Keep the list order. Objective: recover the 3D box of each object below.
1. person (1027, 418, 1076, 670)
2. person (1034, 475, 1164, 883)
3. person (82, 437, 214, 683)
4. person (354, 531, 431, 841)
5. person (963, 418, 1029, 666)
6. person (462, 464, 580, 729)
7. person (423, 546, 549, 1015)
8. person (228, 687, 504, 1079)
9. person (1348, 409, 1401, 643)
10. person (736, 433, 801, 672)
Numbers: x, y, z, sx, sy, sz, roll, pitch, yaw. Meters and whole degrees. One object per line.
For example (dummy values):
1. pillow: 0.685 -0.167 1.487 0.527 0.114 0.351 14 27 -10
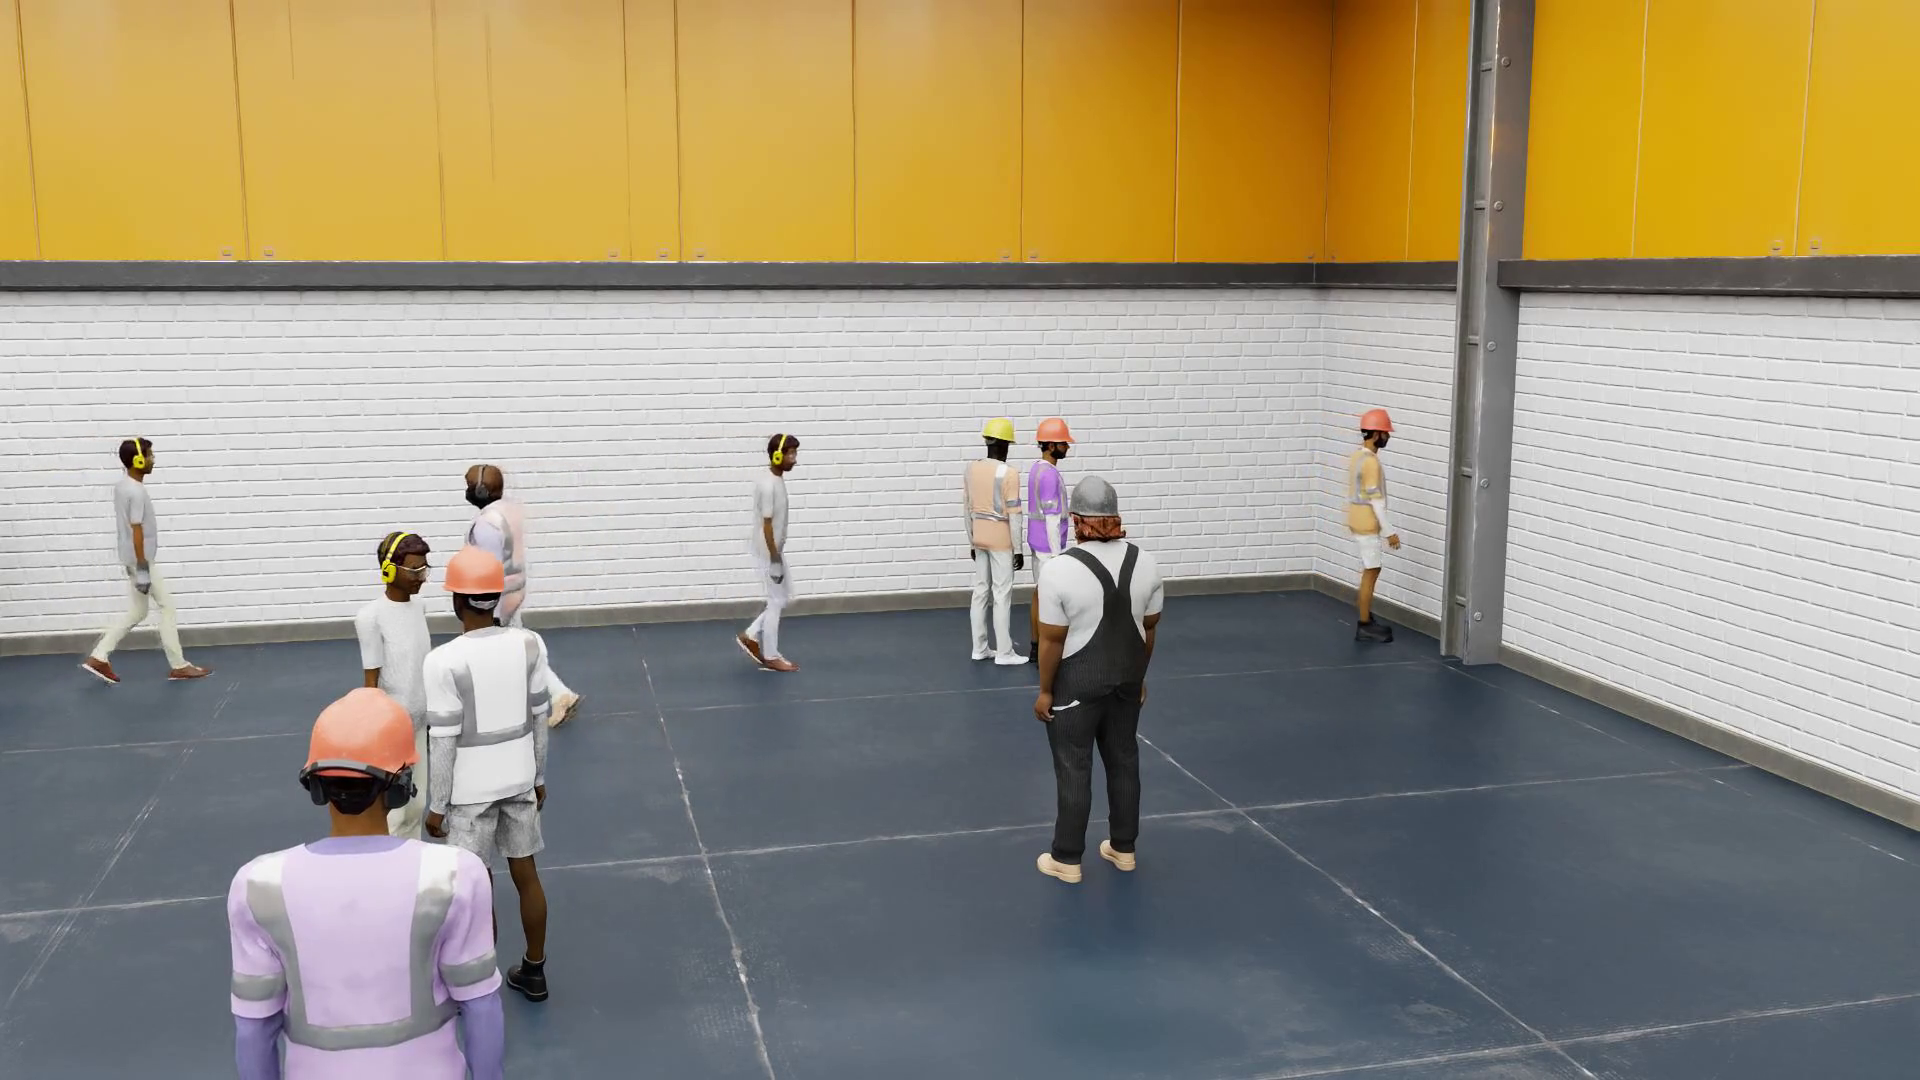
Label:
1. person: 0.700 0.029 12.760 0.361 1.938 0.545 -1 9 -9
2. person: 0.639 0.683 8.360 0.682 2.000 0.537 -5 10 -28
3. person: -6.060 0.157 12.274 0.832 1.844 0.543 -7 11 -36
4. person: -2.547 0.883 7.664 0.328 1.865 0.521 2 9 11
5. person: 0.280 0.016 12.893 0.372 1.922 0.585 -9 13 -44
6. person: -2.978 0.396 10.885 0.866 1.816 0.635 0 9 0
7. person: -1.933 0.986 6.782 0.362 1.939 0.543 8 12 42
8. person: -1.428 1.366 4.086 0.615 2.042 0.376 -2 9 -10
9. person: 3.399 -0.109 13.656 0.418 1.932 0.564 1 9 7
10. person: -1.417 0.103 12.582 0.460 1.845 0.565 1 9 4
